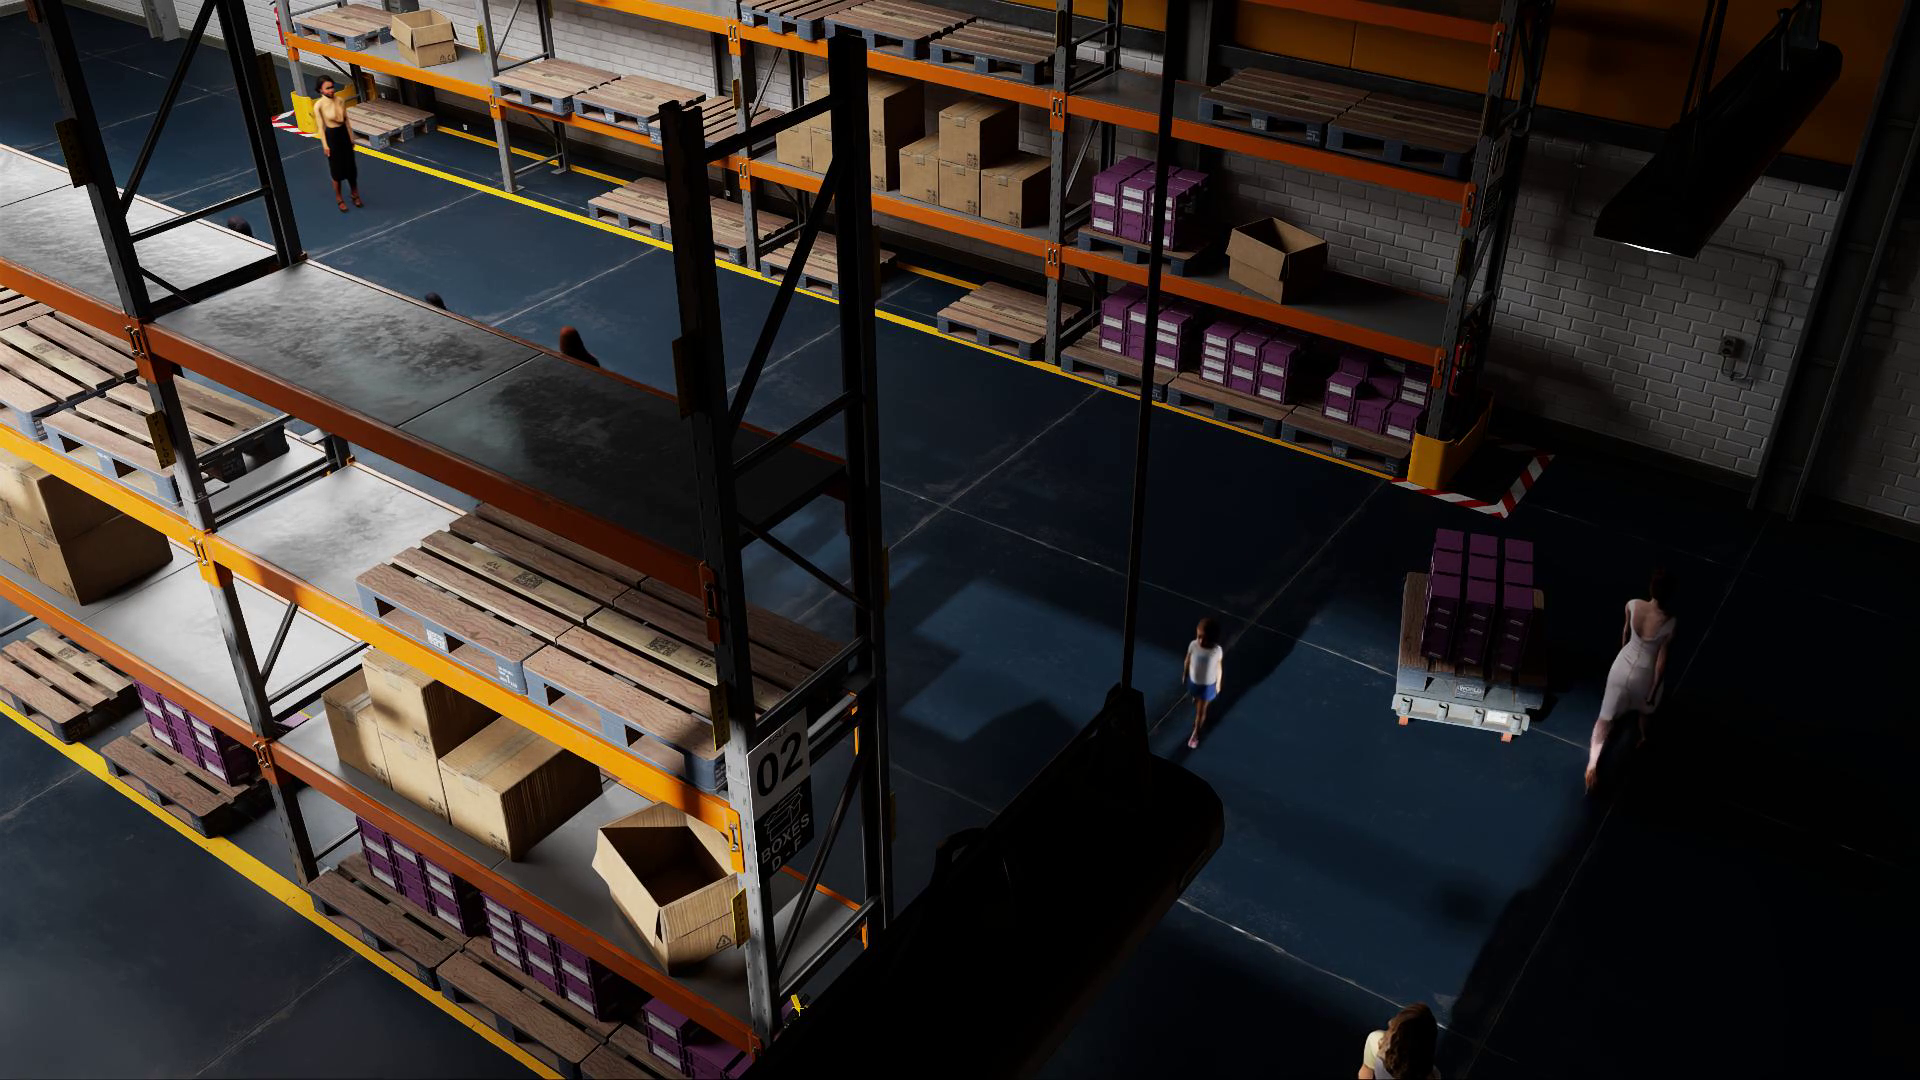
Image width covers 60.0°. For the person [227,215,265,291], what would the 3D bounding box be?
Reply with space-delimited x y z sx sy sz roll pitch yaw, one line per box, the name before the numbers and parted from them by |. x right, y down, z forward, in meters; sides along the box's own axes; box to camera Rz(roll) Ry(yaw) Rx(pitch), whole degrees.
person | -6.859 -2.348 16.201 0.577 1.728 0.615 25 41 32

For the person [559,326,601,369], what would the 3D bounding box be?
person | -3.154 -1.009 14.240 0.865 1.669 1.208 -22 39 -29

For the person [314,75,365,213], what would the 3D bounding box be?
person | -7.428 -4.742 19.872 0.535 1.651 0.561 23 40 31

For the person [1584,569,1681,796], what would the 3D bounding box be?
person | 4.462 0.976 11.175 0.853 1.756 1.037 -24 40 -31

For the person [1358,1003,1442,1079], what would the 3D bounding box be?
person | 2.152 2.928 8.269 0.749 1.723 0.593 -23 40 -30

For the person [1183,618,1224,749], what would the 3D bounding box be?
person | 1.753 0.963 11.872 0.657 1.007 0.543 16 37 23
